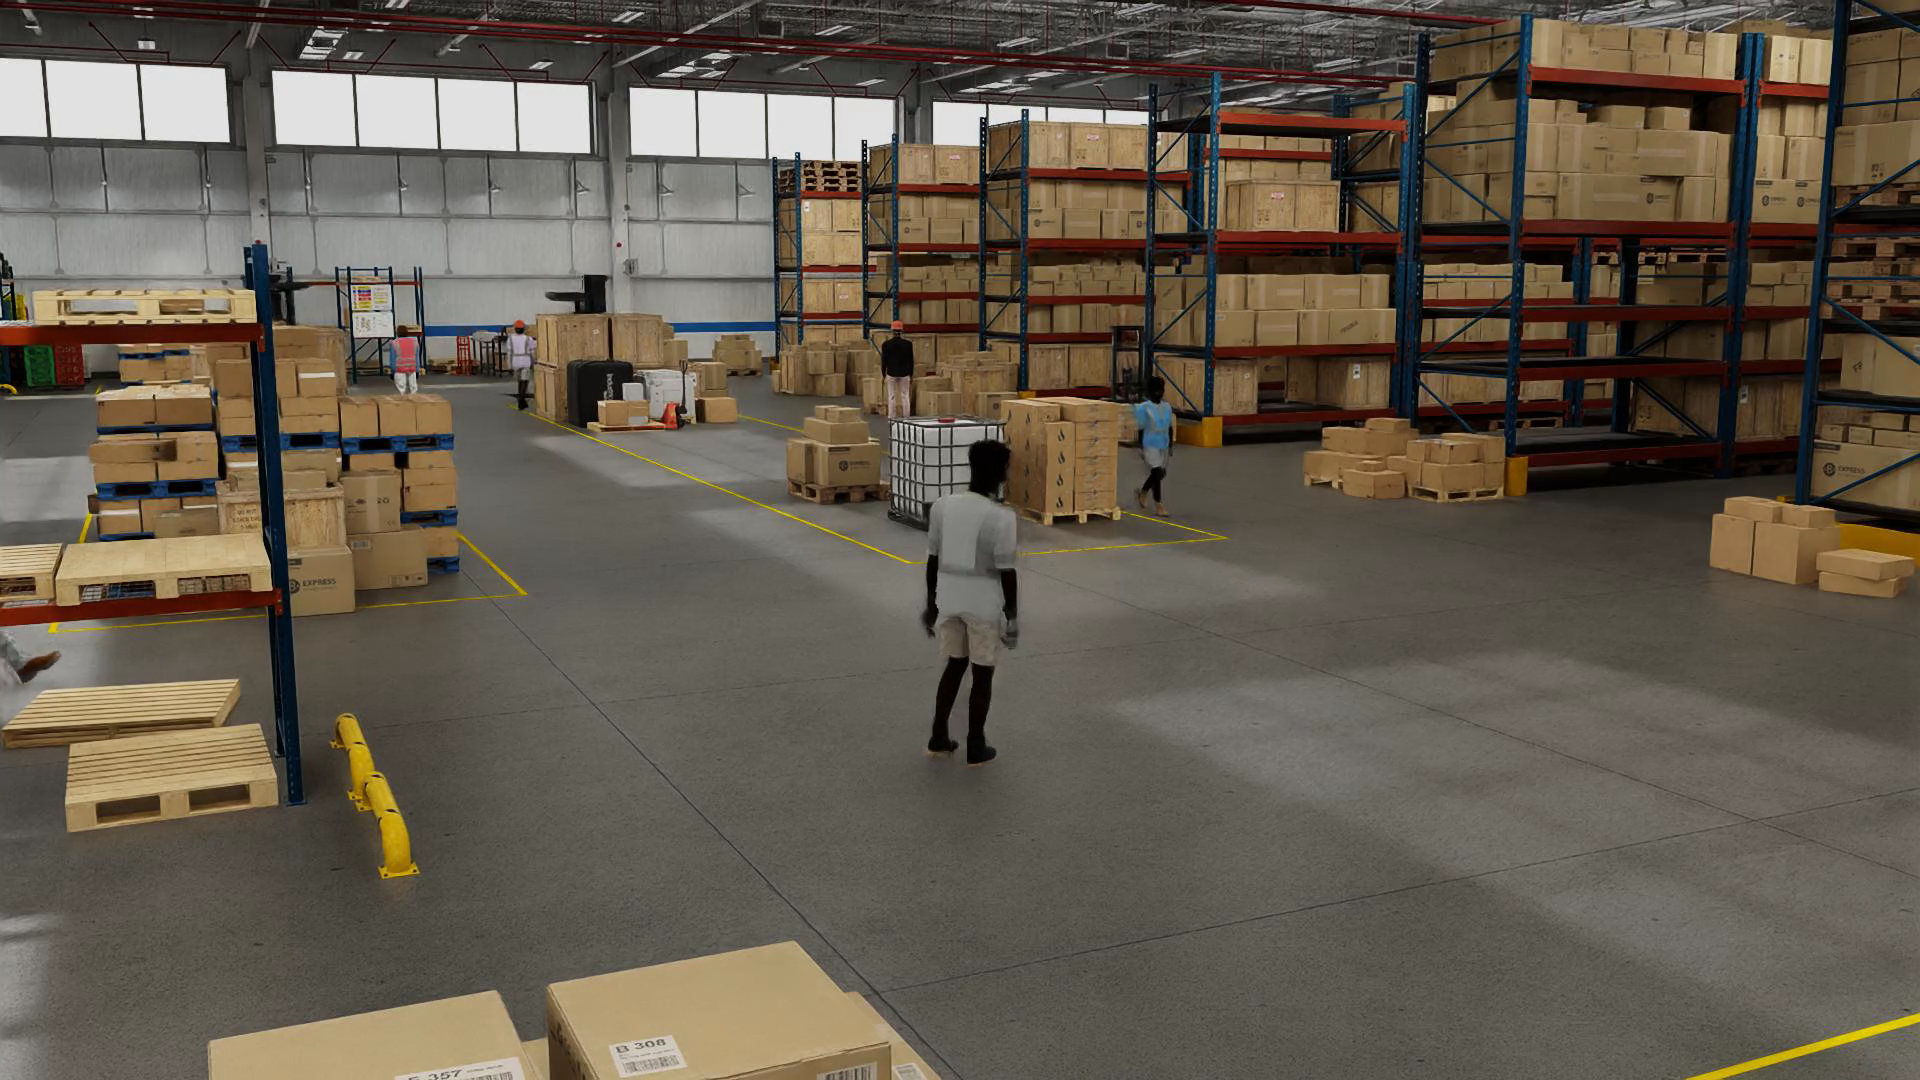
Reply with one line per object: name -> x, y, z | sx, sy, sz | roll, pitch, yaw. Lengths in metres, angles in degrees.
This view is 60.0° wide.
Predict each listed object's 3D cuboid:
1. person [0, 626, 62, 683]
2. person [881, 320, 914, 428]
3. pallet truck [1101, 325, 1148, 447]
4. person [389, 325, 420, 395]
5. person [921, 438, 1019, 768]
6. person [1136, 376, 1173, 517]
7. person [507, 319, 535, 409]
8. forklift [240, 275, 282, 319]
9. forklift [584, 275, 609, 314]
person -> -6.750, 0.128, 11.347 | 0.983, 1.888, 0.655 | -6, 11, -32
person -> -1.160, -3.076, 30.911 | 0.610, 1.996, 0.379 | -1, 9, -9
pallet truck -> 2.881, -2.596, 27.923 | 0.823, 1.965, 1.885 | -1, 9, -7
person -> -11.053, -3.349, 33.082 | 0.624, 1.844, 0.429 | -8, 12, -43
person -> 0.058, 0.370, 9.695 | 0.671, 1.951, 0.374 | 7, 11, 36
person -> 2.300, -1.129, 19.882 | 0.539, 1.668, 0.733 | -7, 11, -36
person -> -9.259, -3.698, 35.054 | 0.547, 1.917, 0.859 | 0, 9, 1
forklift -> -16.972, -5.068, 40.530 | 1.873, 2.768, 1.129 | 5, 10, 26
forklift -> -8.263, -4.646, 37.915 | 1.873, 2.768, 1.129 | -4, 10, -25
